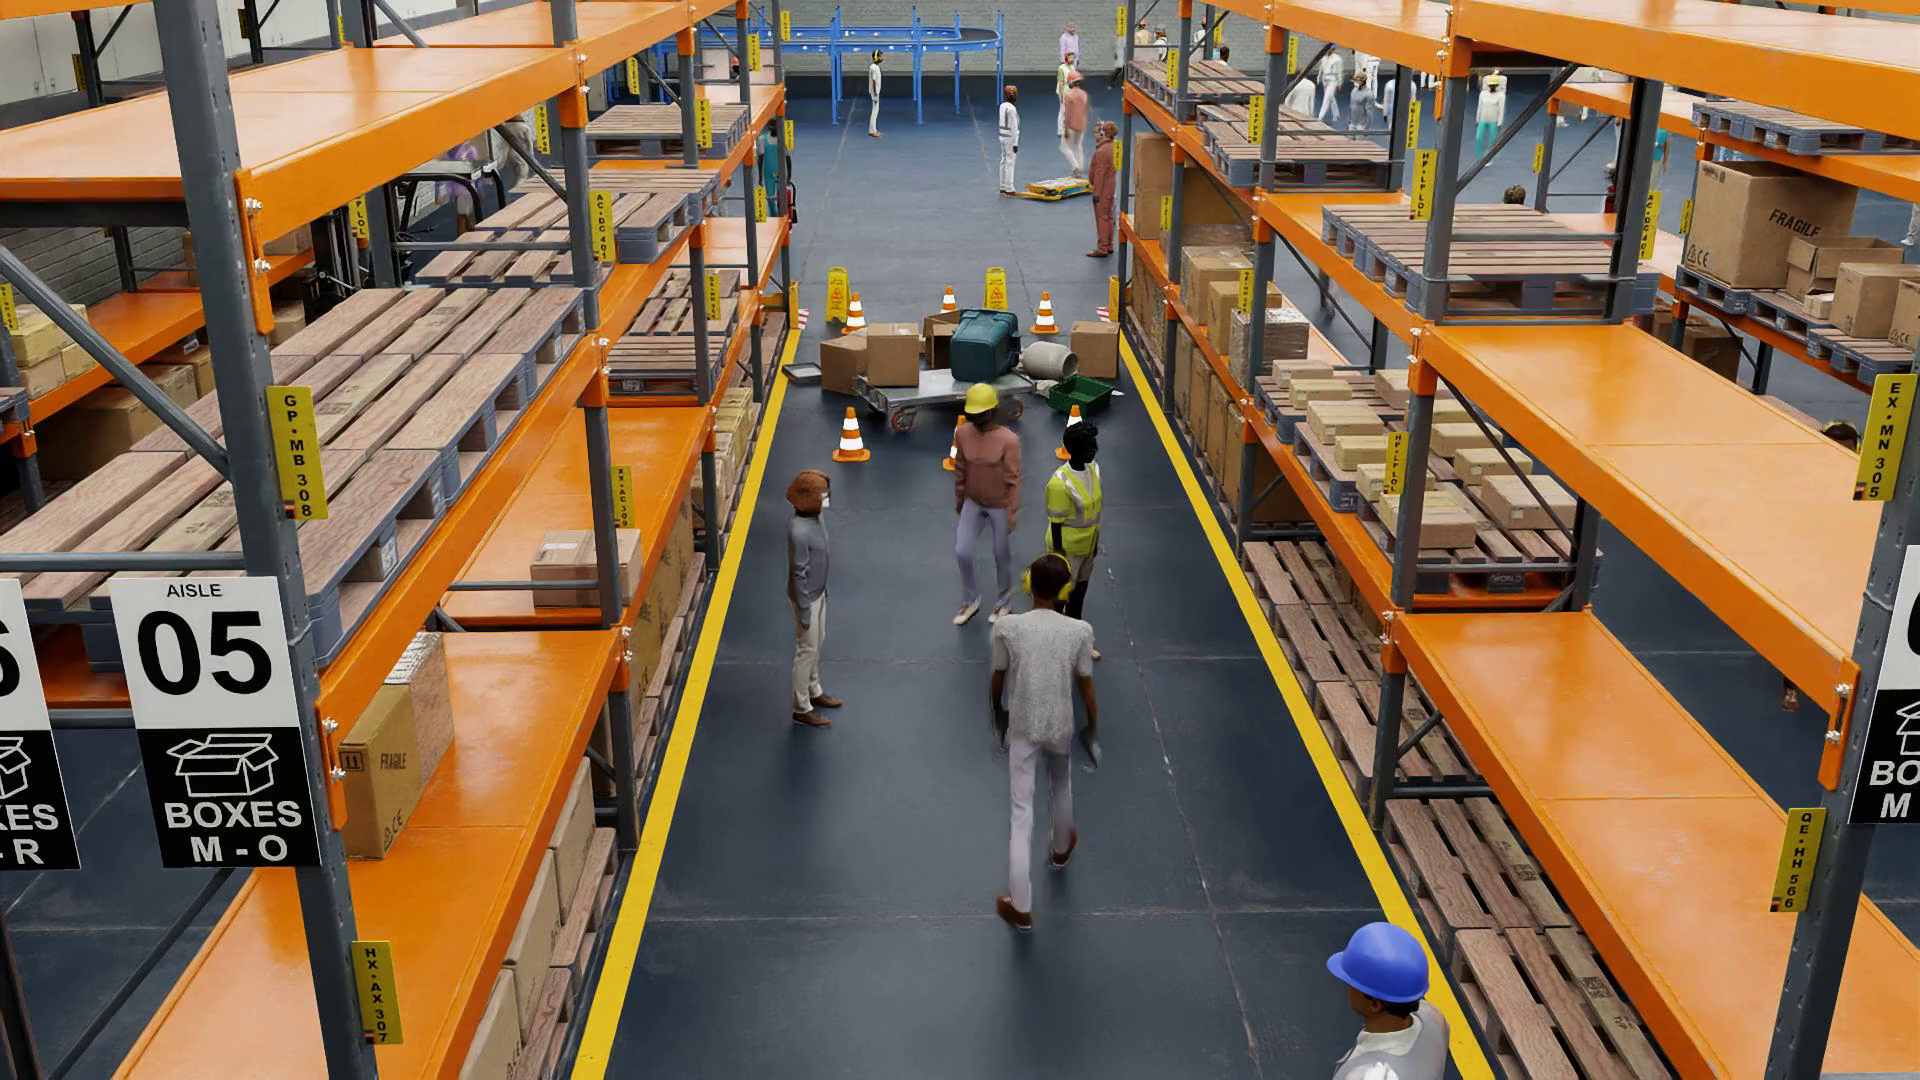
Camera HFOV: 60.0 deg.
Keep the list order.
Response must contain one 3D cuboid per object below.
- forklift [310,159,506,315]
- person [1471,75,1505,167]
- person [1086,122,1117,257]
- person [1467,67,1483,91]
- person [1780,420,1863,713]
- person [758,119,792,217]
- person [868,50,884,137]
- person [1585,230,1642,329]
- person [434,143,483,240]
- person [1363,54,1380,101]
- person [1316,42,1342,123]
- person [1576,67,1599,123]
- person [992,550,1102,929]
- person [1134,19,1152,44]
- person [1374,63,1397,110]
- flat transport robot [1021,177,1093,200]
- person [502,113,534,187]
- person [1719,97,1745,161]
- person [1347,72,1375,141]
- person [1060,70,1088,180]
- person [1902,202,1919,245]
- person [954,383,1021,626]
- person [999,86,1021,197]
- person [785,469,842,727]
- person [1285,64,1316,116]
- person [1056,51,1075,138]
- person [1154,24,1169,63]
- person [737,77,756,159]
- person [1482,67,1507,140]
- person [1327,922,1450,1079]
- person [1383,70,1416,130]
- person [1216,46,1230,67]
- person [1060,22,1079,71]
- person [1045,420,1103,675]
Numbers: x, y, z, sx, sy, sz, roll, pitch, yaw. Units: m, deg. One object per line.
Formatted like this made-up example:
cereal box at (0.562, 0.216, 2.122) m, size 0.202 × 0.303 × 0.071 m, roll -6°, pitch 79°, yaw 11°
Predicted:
forklift at (-5.622, -2.910, 17.832) m, size 2.313 × 2.155 × 1.214 m, roll -1°, pitch 21°, yaw -1°
person at (10.157, -8.049, 32.028) m, size 0.554 × 1.740 × 0.685 m, roll 15°, pitch 26°, yaw 35°
person at (2.030, -5.018, 23.816) m, size 0.405 × 1.901 × 0.643 m, roll 8°, pitch 22°, yaw 20°
person at (14.144, -13.335, 45.644) m, size 0.642 × 2.013 × 0.734 m, roll -8°, pitch 22°, yaw -20°
person at (5.287, 0.143, 10.238) m, size 0.542 × 1.852 × 0.477 m, roll 6°, pitch 22°, yaw 16°
person at (-2.820, -5.605, 25.494) m, size 0.503 × 1.812 × 0.885 m, roll 0°, pitch 21°, yaw -1°
person at (-1.854, -9.786, 36.488) m, size 0.339 × 1.857 × 0.517 m, roll 0°, pitch 21°, yaw -1°
person at (6.000, -1.932, 15.499) m, size 0.631 × 2.022 × 0.604 m, roll -6°, pitch 21°, yaw -15°
person at (-7.099, -4.941, 23.497) m, size 0.633 × 1.987 × 1.070 m, roll 5°, pitch 21°, yaw 14°
person at (10.692, -12.344, 43.221) m, size 0.579 × 1.879 × 0.360 m, roll -14°, pitch 25°, yaw -33°
person at (8.602, -10.643, 38.697) m, size 1.012 × 1.898 × 0.641 m, roll -12°, pitch 24°, yaw -28°
person at (14.697, -10.628, 39.038) m, size 0.508 × 1.621 × 0.424 m, roll 10°, pitch 23°, yaw 24°
person at (0.427, 0.943, 8.211) m, size 0.542 × 1.796 × 0.852 m, roll -1°, pitch 21°, yaw -3°
person at (5.015, -13.425, 45.980) m, size 0.542 × 1.939 × 0.364 m, roll -11°, pitch 23°, yaw -26°
person at (10.810, -11.587, 41.195) m, size 0.958 × 1.878 × 0.620 m, roll 15°, pitch 25°, yaw 34°
flat transport robot at (1.745, -6.161, 29.099) m, size 0.652 × 0.197 × 1.431 m, roll 16°, pitch 26°, yaw 35°
person at (-7.352, -6.333, 27.552) m, size 0.479 × 1.710 × 0.825 m, roll 4°, pitch 21°, yaw 10°
person at (15.300, -8.381, 32.698) m, size 0.395 × 1.910 × 0.586 m, roll -14°, pitch 25°, yaw -33°
person at (7.392, -7.670, 30.779) m, size 0.367 × 1.932 × 0.640 m, roll -8°, pitch 22°, yaw -21°
person at (2.095, -7.571, 30.447) m, size 0.619 × 1.981 × 0.470 m, roll -18°, pitch 27°, yaw -39°
person at (14.337, -5.234, 24.614) m, size 0.484 × 1.737 × 0.322 m, roll 2°, pitch 21°, yaw 6°
person at (0.168, -0.227, 11.361) m, size 0.554 × 1.743 × 0.573 m, roll 10°, pitch 23°, yaw 25°
person at (0.864, -6.903, 28.820) m, size 0.350 × 1.882 × 0.583 m, roll -7°, pitch 22°, yaw -19°
person at (-0.895, 0.342, 10.031) m, size 0.287 × 1.623 × 0.507 m, roll 3°, pitch 21°, yaw 7°
person at (6.628, -8.302, 32.495) m, size 0.659 × 1.910 × 0.879 m, roll -9°, pitch 23°, yaw -23°
person at (2.310, -9.760, 36.435) m, size 0.387 × 1.839 × 0.572 m, roll 12°, pitch 24°, yaw 29°
person at (4.990, -11.983, 42.026) m, size 0.536 × 2.000 × 0.673 m, roll 9°, pitch 22°, yaw 22°
person at (-4.264, -8.452, 33.254) m, size 0.312 × 1.638 × 0.512 m, roll 4°, pitch 21°, yaw 11°
person at (11.568, -9.522, 36.101) m, size 0.502 × 1.627 × 0.270 m, roll 4°, pitch 21°, yaw 10°
person at (1.254, 2.031, 5.114) m, size 0.384 × 1.949 × 0.605 m, roll 12°, pitch 24°, yaw 29°
person at (8.738, -8.512, 33.157) m, size 0.640 × 1.823 × 0.540 m, roll 6°, pitch 21°, yaw 15°
person at (5.747, -9.928, 36.788) m, size 0.407 × 1.908 × 0.597 m, roll -6°, pitch 22°, yaw -15°
person at (2.966, -12.950, 44.792) m, size 0.635 × 1.900 × 0.398 m, roll -18°, pitch 27°, yaw -39°
person at (0.735, 0.039, 10.737) m, size 0.319 × 1.693 × 0.535 m, roll 14°, pitch 25°, yaw 32°
